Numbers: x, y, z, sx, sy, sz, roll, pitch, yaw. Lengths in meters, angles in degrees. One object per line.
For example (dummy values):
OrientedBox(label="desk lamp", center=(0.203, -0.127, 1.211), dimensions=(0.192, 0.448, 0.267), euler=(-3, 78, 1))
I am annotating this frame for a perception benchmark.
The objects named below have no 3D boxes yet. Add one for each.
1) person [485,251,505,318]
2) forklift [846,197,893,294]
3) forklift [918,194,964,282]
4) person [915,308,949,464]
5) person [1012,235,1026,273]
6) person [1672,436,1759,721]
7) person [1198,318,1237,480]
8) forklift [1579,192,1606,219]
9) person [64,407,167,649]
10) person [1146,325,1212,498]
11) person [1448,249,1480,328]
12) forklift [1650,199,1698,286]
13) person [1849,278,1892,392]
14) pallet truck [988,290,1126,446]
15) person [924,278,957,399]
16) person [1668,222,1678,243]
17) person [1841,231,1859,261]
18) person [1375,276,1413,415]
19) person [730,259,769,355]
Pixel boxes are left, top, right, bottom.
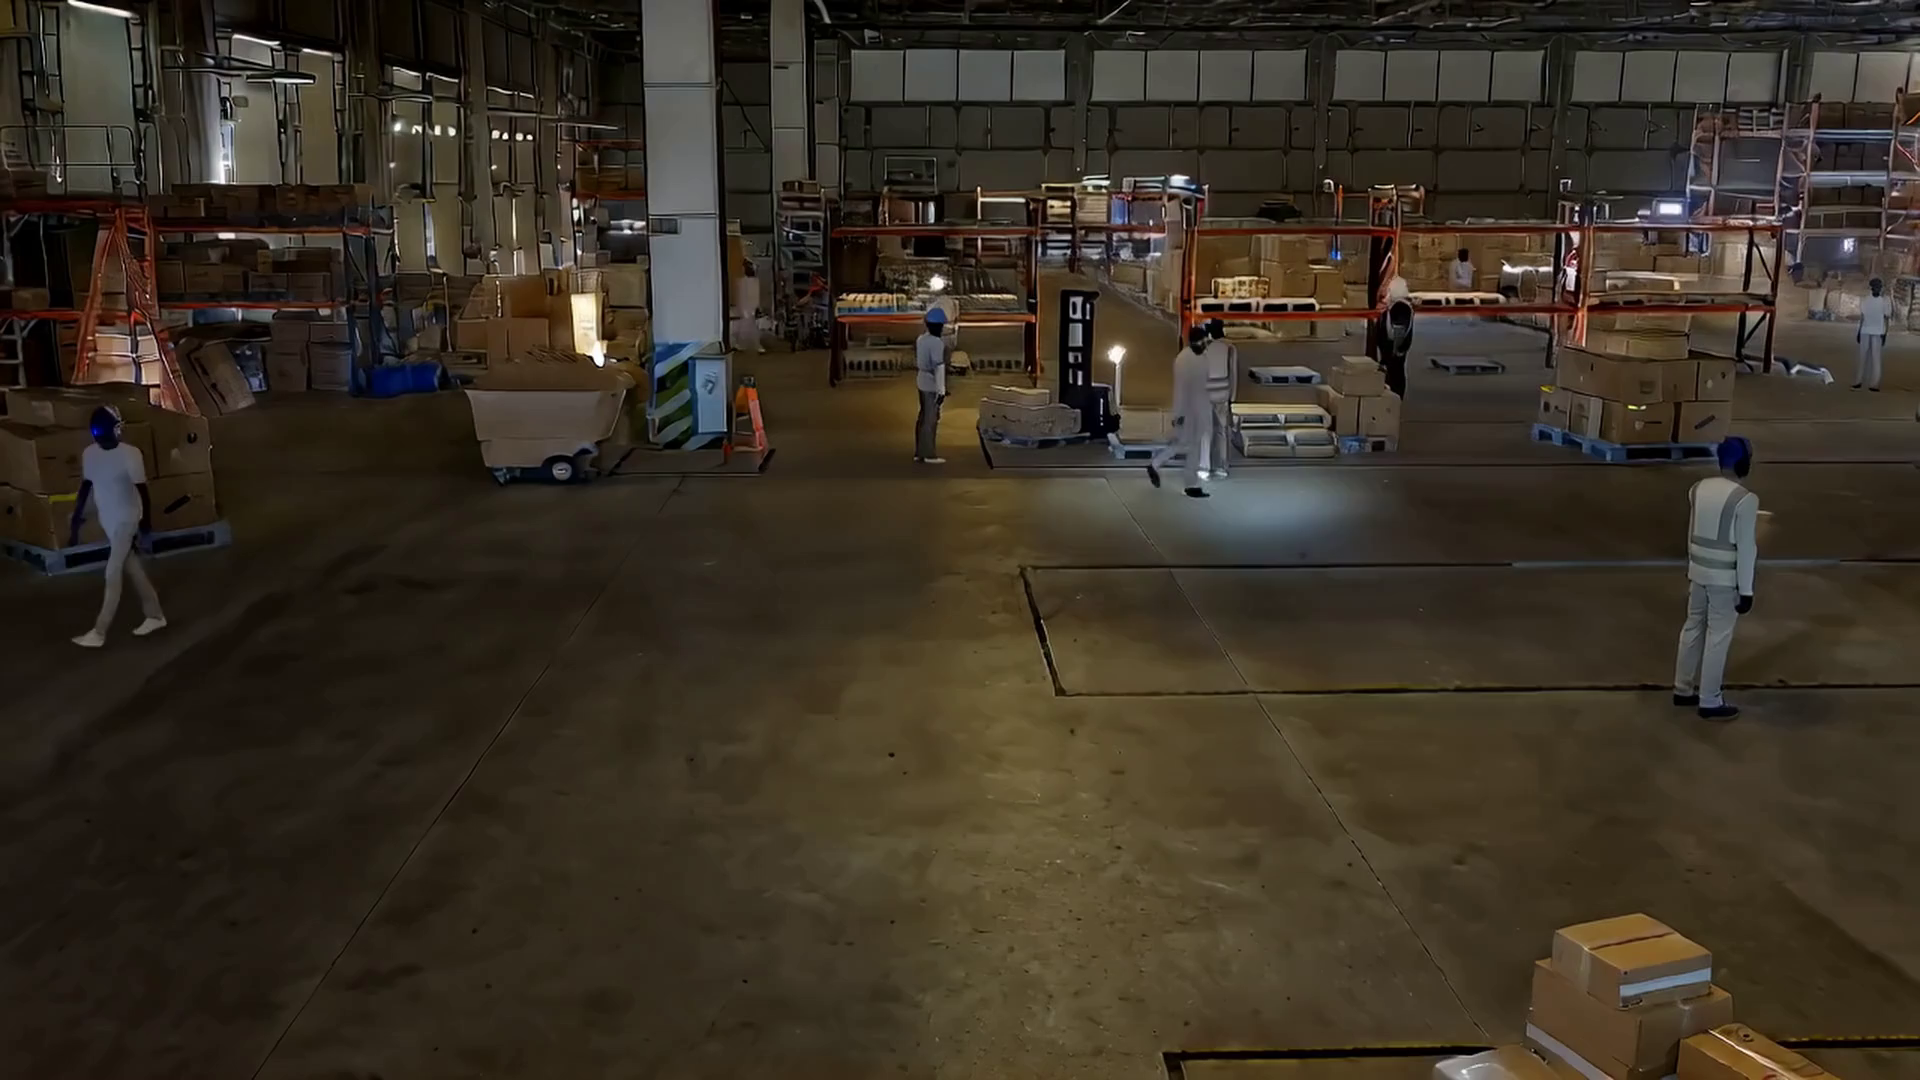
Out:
OrientedBox(label="person", center=(-11.464, -6.269, 40.873), dimensions=(0.525, 1.631, 0.323), euler=(11, 17, 41))
OrientedBox(label="forklift", center=(-2.888, -8.773, 49.330), dimensions=(1.129, 2.768, 1.873), euler=(7, 14, 28))
OrientedBox(label="forklift", center=(-0.879, -9.847, 54.179), dimensions=(1.873, 2.768, 1.129), euler=(-9, 15, -36))
OrientedBox(label="person", center=(-0.340, -1.887, 20.435), dimensions=(0.390, 1.922, 0.585), euler=(-7, 14, -29))
OrientedBox(label="person", center=(2.070, -9.892, 57.152), dimensions=(0.557, 1.667, 0.727), euler=(2, 13, 8))
OrientedBox(label="person", center=(4.958, 0.252, 10.883), dimensions=(0.350, 1.878, 0.567), euler=(-4, 13, -17))
OrientedBox(label="person", center=(2.940, -1.639, 19.392), dimensions=(0.572, 1.883, 0.354), euler=(-4, 13, -16))
OrientedBox(label="forklift", center=(23.318, -11.480, 61.555), dimensions=(1.129, 2.768, 1.873), euler=(-4, 13, -17))
OrientedBox(label="person", center=(-6.440, -0.092, 12.555), dimensions=(0.534, 1.814, 0.988), euler=(5, 13, 22))
OrientedBox(label="person", center=(2.478, -1.437, 18.427), dimensions=(0.722, 1.911, 0.661), euler=(11, 17, 42))
OrientedBox(label="person", center=(11.547, -5.747, 38.106), dimensions=(0.661, 1.804, 0.887), euler=(-6, 14, -26))
OrientedBox(label="forklift", center=(19.214, -7.847, 45.152), dimensions=(1.129, 2.768, 1.873), euler=(0, 12, -2))
OrientedBox(label="person", center=(14.932, -3.359, 27.223), dimensions=(0.318, 1.858, 0.527), euler=(-7, 14, -29))
OrientedBox(label="pallet truck", center=(1.257, -2.299, 22.111), dimensions=(1.885, 1.965, 0.823), euler=(-9, 15, -35))
OrientedBox(label="person", center=(-0.275, -3.174, 26.238), dimensions=(0.664, 1.929, 0.449), euler=(-11, 17, -41))
OrientedBox(label="person", center=(26.625, -11.136, 62.147), dimensions=(0.364, 1.935, 0.553), euler=(4, 13, 19))
OrientedBox(label="person", center=(29.099, -9.294, 54.487), dimensions=(0.902, 1.642, 0.571), euler=(0, 12, -2))
OrientedBox(label="person", center=(6.421, -2.886, 24.662), dimensions=(0.537, 2.000, 0.689), euler=(5, 13, 20))
OrientedBox(label="person", center=(-4.200, -4.604, 32.829), dimensions=(0.994, 1.877, 0.606), euler=(7, 14, 29))
